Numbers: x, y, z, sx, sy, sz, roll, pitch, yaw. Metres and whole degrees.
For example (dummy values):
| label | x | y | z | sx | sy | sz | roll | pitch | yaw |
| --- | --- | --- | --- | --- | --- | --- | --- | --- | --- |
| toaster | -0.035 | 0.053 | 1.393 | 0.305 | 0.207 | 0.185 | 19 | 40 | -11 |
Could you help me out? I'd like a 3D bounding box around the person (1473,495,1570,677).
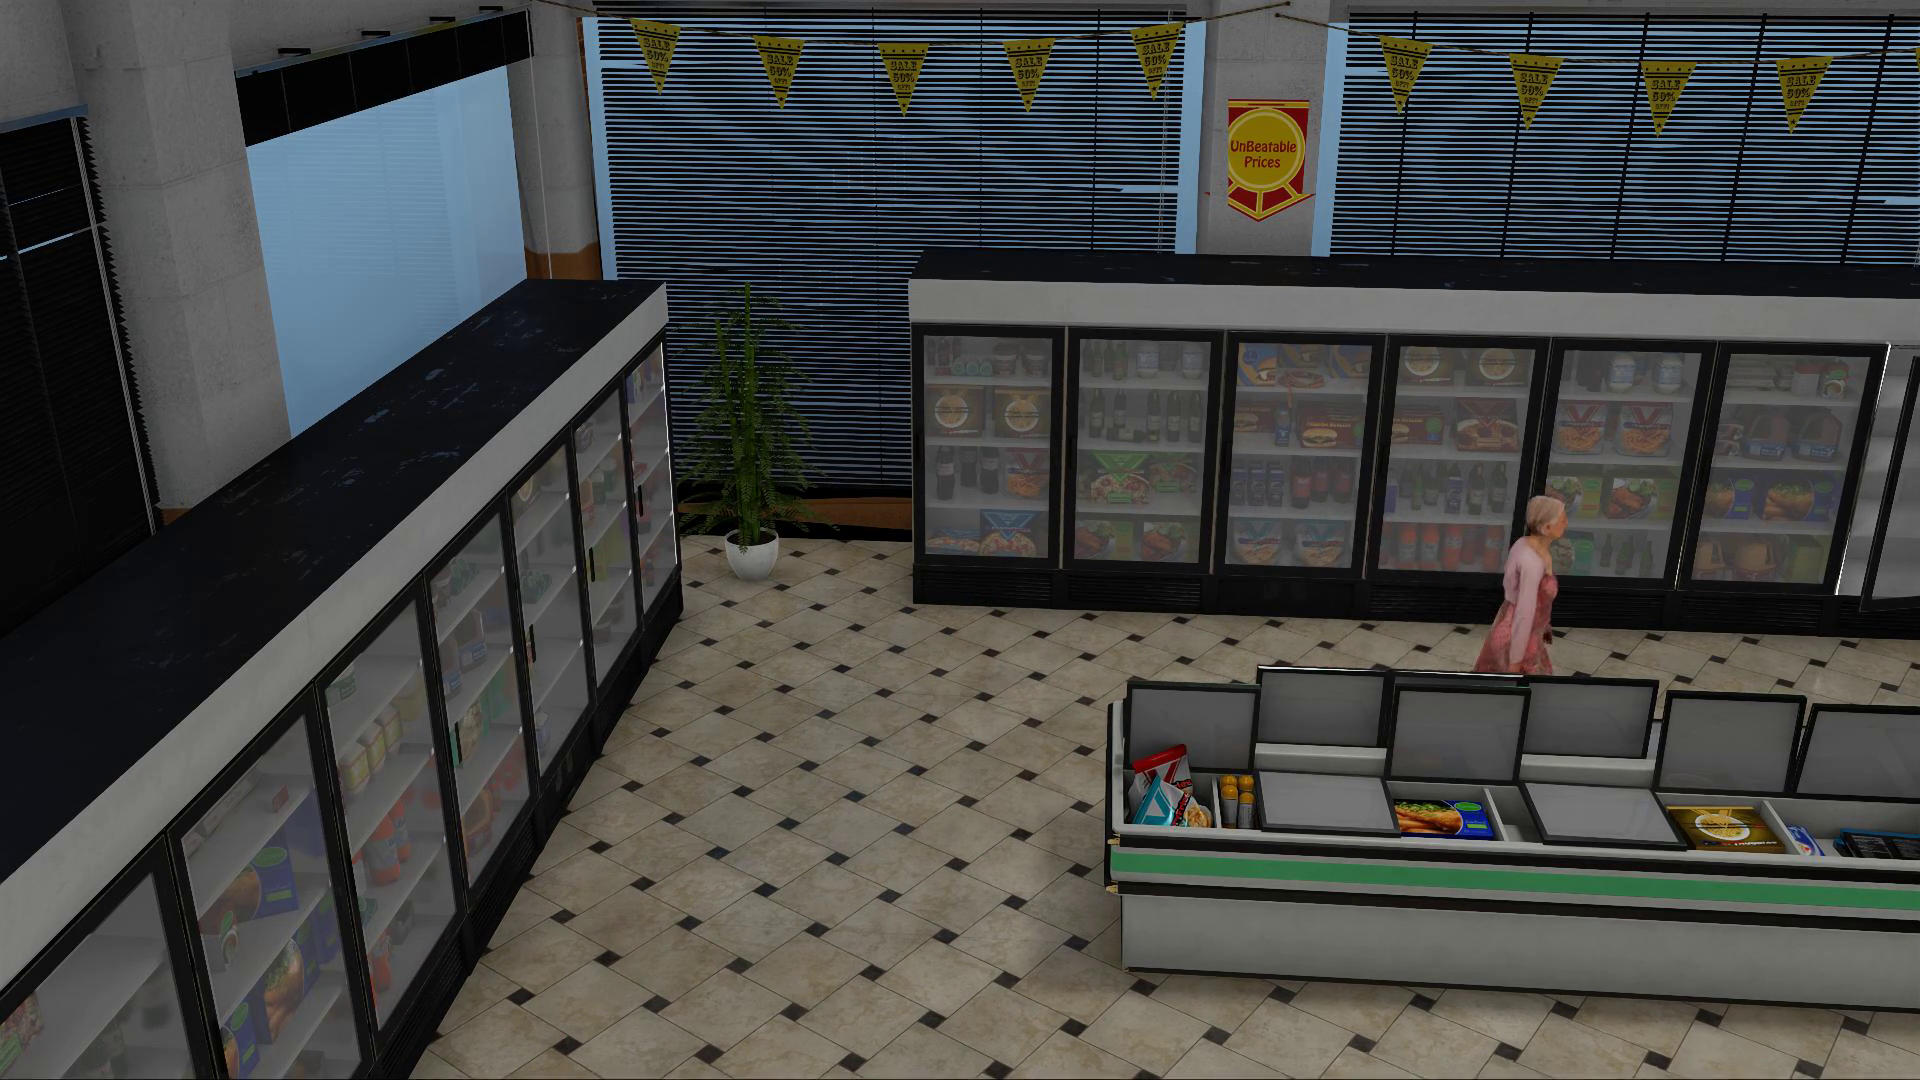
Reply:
| label | x | y | z | sx | sy | sz | roll | pitch | yaw |
| --- | --- | --- | --- | --- | --- | --- | --- | --- | --- |
| person | 2.963 | 0.551 | 9.077 | 0.838 | 1.666 | 0.604 | 1 | 22 | 4 |
